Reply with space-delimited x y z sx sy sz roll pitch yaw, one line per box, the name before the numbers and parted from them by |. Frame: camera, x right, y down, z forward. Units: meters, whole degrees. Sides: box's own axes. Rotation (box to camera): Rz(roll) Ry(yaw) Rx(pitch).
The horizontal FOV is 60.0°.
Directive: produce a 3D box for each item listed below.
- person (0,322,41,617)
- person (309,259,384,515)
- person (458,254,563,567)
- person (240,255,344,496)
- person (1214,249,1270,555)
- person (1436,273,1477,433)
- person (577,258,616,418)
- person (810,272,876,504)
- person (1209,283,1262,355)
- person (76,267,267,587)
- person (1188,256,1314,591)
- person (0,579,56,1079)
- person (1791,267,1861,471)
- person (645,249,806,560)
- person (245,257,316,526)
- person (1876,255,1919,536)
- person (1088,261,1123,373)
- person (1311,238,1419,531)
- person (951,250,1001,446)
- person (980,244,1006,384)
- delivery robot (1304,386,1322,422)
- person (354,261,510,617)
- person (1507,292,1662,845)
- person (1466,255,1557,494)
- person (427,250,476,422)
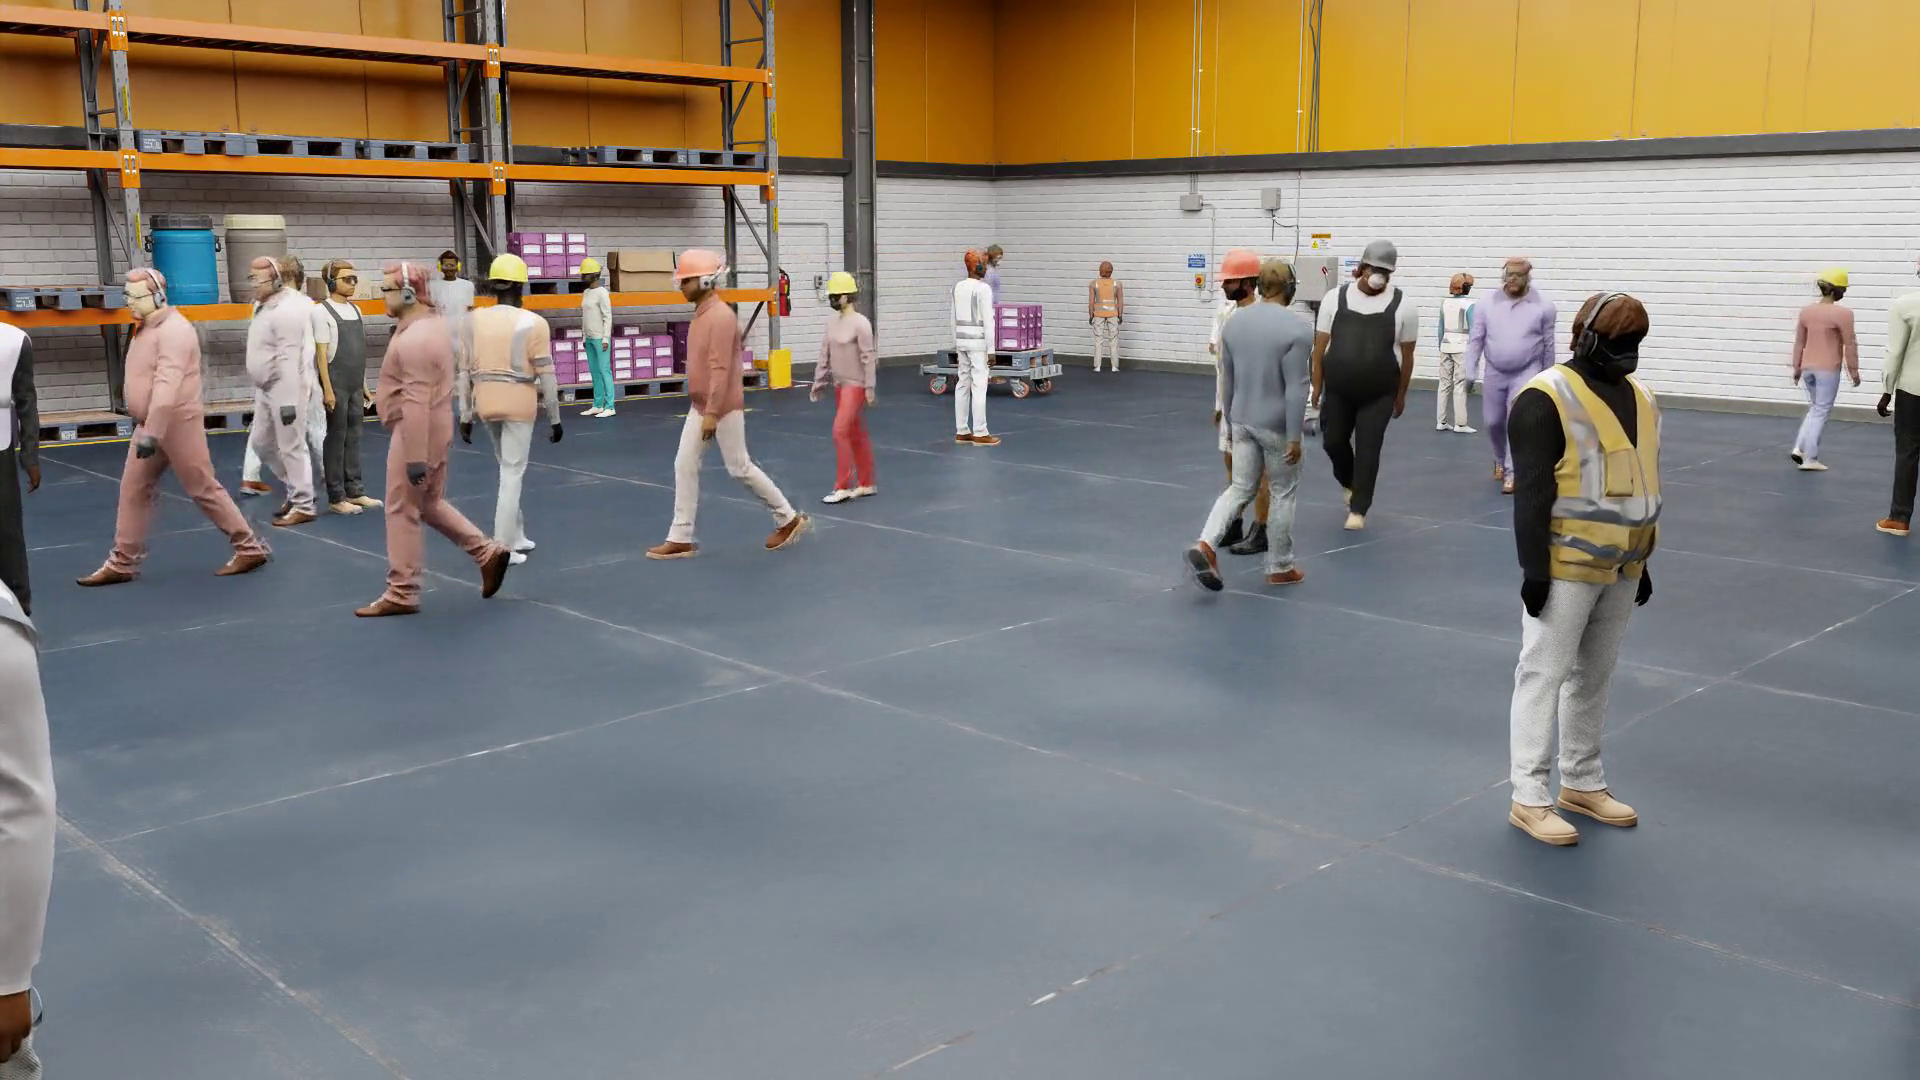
person | -4.819 -0.411 8.119 0.596 1.916 0.372 -4 11 -19
person | -4.486 -1.111 12.138 0.345 1.847 0.507 2 11 13
person | -2.738 -0.804 10.286 0.600 1.897 0.741 3 11 18
person | -5.285 -1.292 13.063 0.657 1.876 1.071 5 11 23
person | 1.788 -0.873 10.592 0.374 1.934 0.549 -5 12 -27
person | 5.110 -1.916 17.087 0.307 1.640 0.518 -6 12 -28
person | -4.070 -2.244 18.537 0.323 1.765 0.532 -9 13 -39
person | -0.921 -1.149 12.639 0.705 1.743 0.546 -7 13 -34
person | 2.923 -2.113 17.590 0.612 1.842 0.934 8 13 36
person | -4.617 -0.661 9.711 0.620 1.849 0.987 9 14 42
person | 1.668 -0.638 9.389 0.840 1.913 0.638 -9 14 -42
person | -1.709 0.625 2.705 0.600 1.830 0.403 7 12 33
person | 7.423 -1.457 14.281 0.391 1.750 0.530 -3 11 -17
person | -1.476 -0.855 10.479 0.997 1.951 0.595 -6 12 -31
person | -4.708 -1.014 11.540 0.436 1.877 0.678 -9 13 -39
person | 6.518 -1.018 11.220 0.613 1.995 0.391 1 10 6
person | 2.152 -3.286 24.554 0.514 1.642 0.310 1 10 5
person | 2.809 -1.106 11.576 0.705 2.000 0.739 4 11 21
person | 0.143 -1.849 16.057 0.355 1.883 0.575 -8 13 -39
person | 0.400 -3.044 22.521 0.469 1.900 0.692 0 10 2
delivery robot | 3.529 -1.422 17.095 0.477 0.478 0.707 3 11 15
person | -2.862 -0.537 8.884 0.735 1.887 0.679 -1 10 -6
person | 2.121 0.091 5.613 0.622 1.838 0.429 -6 12 -31
person | 4.420 -1.344 13.321 0.651 1.872 0.852 5 12 27
person | -5.480 -2.187 17.973 0.515 1.861 0.322 -3 11 -15
